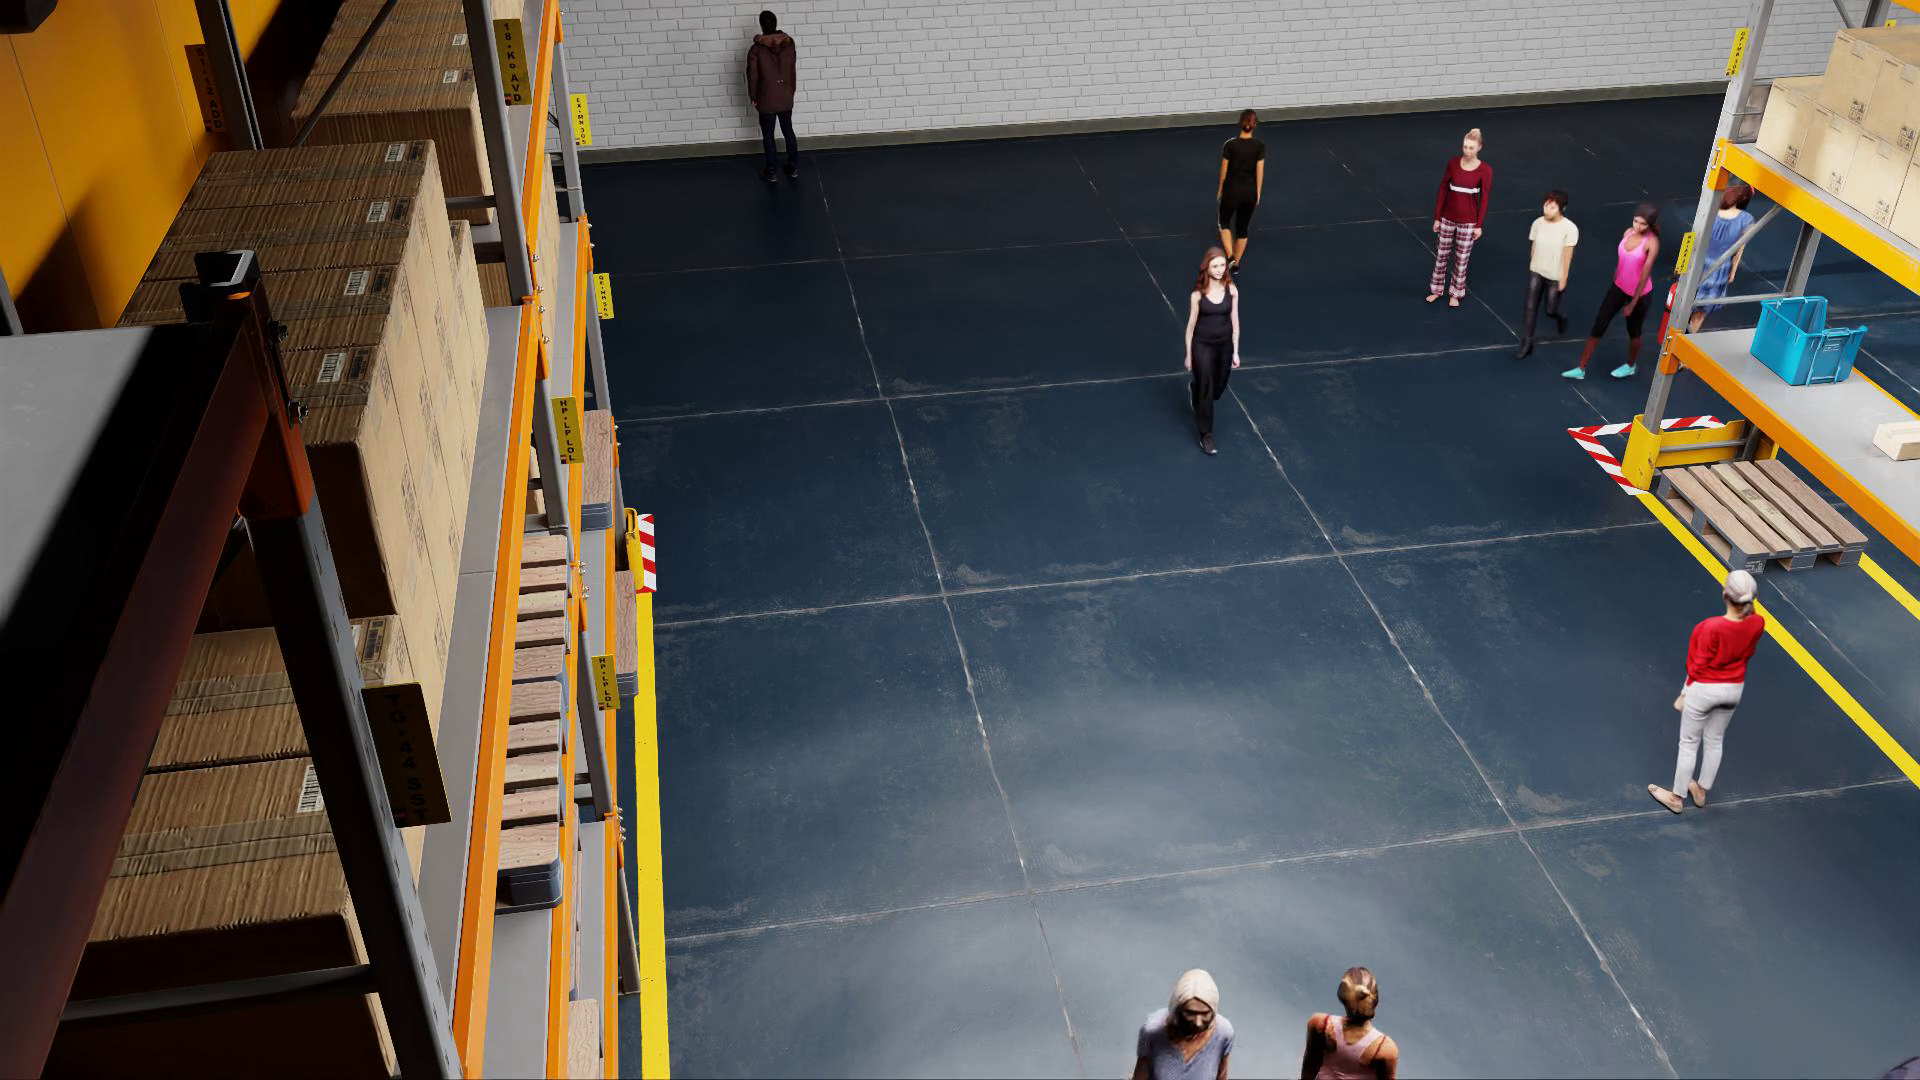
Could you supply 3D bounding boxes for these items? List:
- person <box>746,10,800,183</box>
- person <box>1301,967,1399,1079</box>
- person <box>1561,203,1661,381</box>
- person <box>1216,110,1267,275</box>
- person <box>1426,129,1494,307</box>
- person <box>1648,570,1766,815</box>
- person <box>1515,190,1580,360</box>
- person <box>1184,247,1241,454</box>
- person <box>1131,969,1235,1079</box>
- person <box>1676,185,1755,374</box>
[{"bbox_3d":[-2.042,-4.900,18.362,0.841,1.842,0.810,-20,38,-27],"label":"person"},{"bbox_3d":[1.653,2.554,7.322,0.717,1.649,0.778,25,41,32],"label":"person"},{"bbox_3d":[5.847,-2.129,14.339,0.862,1.680,1.002,-14,36,-20],"label":"person"},{"bbox_3d":[2.726,-3.345,16.188,0.641,1.658,0.735,-1,34,-2],"label":"person"},{"bbox_3d":[4.710,-3.033,15.683,0.679,1.698,0.705,16,37,23],"label":"person"},{"bbox_3d":[4.421,0.901,9.766,0.540,1.696,0.515,-7,34,-10],"label":"person"},{"bbox_3d":[5.271,-2.371,14.801,0.914,1.573,0.919,27,42,34],"label":"person"},{"bbox_3d":[2.014,-1.596,13.491,0.628,1.731,0.976,-7,34,-10],"label":"person"},{"bbox_3d":[0.949,2.458,7.433,0.777,1.686,1.083,3,34,5],"label":"person"},{"bbox_3d":[6.482,-2.238,14.414,0.922,1.779,1.096,6,34,9],"label":"person"}]
